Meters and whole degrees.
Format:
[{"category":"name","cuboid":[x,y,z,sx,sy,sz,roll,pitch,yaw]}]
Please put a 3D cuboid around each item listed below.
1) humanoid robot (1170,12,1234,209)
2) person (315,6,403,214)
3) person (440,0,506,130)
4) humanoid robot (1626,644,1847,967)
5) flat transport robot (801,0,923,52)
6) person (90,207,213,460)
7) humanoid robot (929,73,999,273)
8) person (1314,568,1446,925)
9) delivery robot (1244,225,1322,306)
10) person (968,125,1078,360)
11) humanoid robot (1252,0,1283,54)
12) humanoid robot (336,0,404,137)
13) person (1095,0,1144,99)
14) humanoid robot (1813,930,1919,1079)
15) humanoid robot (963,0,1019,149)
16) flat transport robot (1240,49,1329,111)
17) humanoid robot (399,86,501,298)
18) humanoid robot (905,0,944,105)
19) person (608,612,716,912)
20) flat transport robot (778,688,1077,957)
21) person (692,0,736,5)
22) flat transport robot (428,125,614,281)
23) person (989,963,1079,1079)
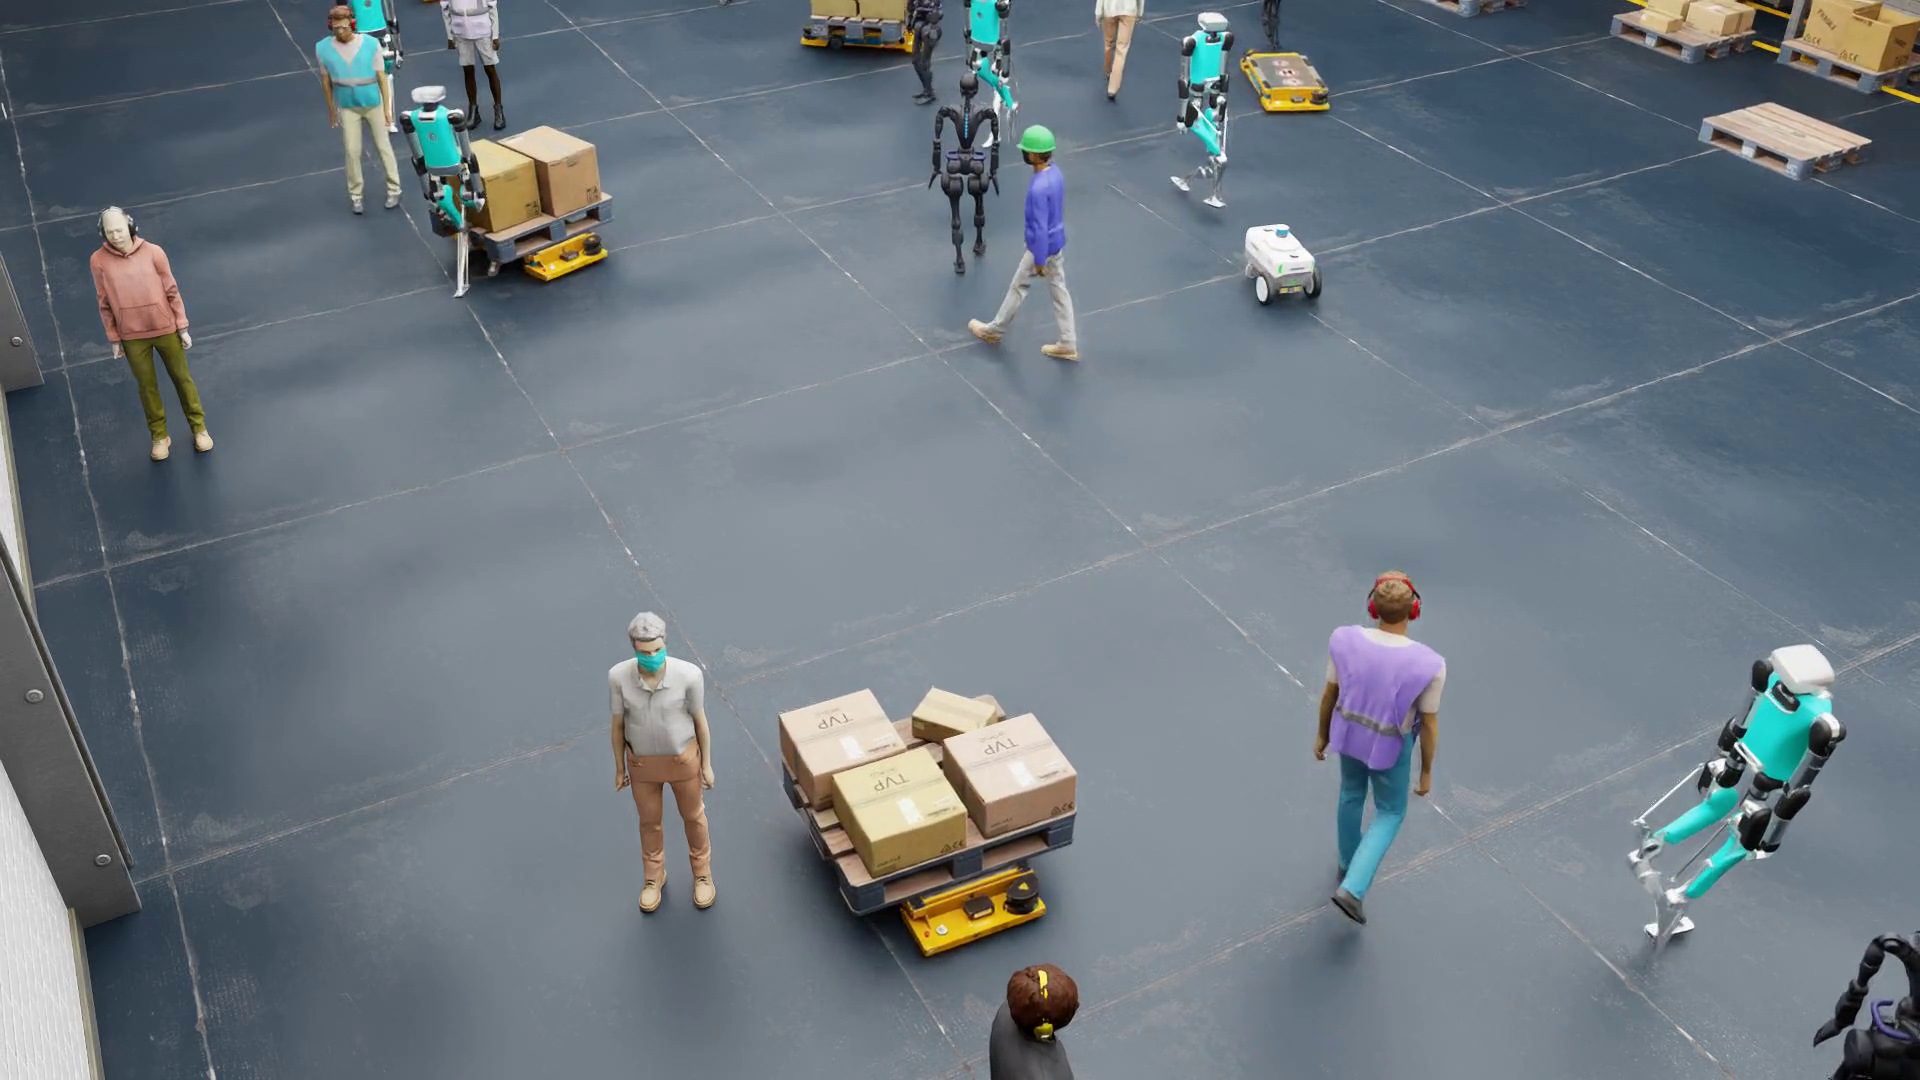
[{"category":"humanoid robot","cuboid":[2.276,-3.754,14.831,0.559,1.760,1.025,-18,39,-24]},{"category":"person","cuboid":[-5.363,-3.860,14.869,0.564,1.830,0.454,-8,36,-11]},{"category":"person","cuboid":[-4.818,-5.018,16.427,0.545,1.937,0.357,-1,35,-1]},{"category":"humanoid robot","cuboid":[3.435,1.307,7.669,0.753,1.904,0.534,-7,36,-10]},{"category":"flat transport robot","cuboid":[-1.043,-5.801,18.998,1.431,0.231,0.659,6,35,8]},{"category":"person","cuboid":[-5.554,-1.426,11.387,0.521,1.837,0.377,-13,37,-18]},{"category":"humanoid robot","cuboid":[0.033,-3.120,13.960,0.593,1.636,0.641,1,35,1]},{"category":"person","cuboid":[1.940,1.019,7.918,0.613,1.807,0.629,22,40,28]},{"category":"delivery robot","cuboid":[2.653,-2.289,13.751,0.510,0.614,0.785,-9,36,-13]},{"category":"person","cuboid":[0.520,-2.251,12.571,0.945,1.826,0.464,15,38,21]},{"category":"humanoid robot","cuboid":[3.487,-6.179,18.323,0.376,1.651,0.611,29,44,34]},{"category":"humanoid robot","cuboid":[-5.760,-4.754,16.303,0.537,1.882,0.733,-18,39,-24]},{"category":"person","cuboid":[1.662,-5.487,17.363,0.488,1.620,0.871,9,36,12]},{"category":"humanoid robot","cuboid":[3.770,2.029,6.590,0.586,1.640,0.469,8,36,11]},{"category":"humanoid robot","cuboid":[0.384,-4.555,16.039,0.541,1.895,0.706,26,42,32]},{"category":"flat transport robot","cuboid":[3.450,-4.899,17.710,0.659,0.231,1.431,-2,35,-3]},{"category":"humanoid robot","cuboid":[-4.085,-2.930,13.634,0.569,1.783,0.882,5,35,8]},{"category":"humanoid robot","cuboid":[-0.362,-5.342,17.120,0.305,1.652,0.612,-19,39,-25]},{"category":"person","cuboid":[-1.412,1.058,7.915,0.474,1.749,0.321,-2,35,-3]},{"category":"flat transport robot","cuboid":[-0.168,1.497,8.578,0.659,0.231,1.431,-15,38,-20]},{"category":"person","cuboid":[-3.088,-7.205,19.797,0.539,1.653,0.873,-25,42,-31]},{"category":"flat transport robot","cuboid":[-3.784,-2.634,14.477,1.431,0.231,0.659,27,43,33]},{"category":"person","cuboid":[0.271,2.235,6.127,0.357,1.875,0.491,-8,36,-11]}]
